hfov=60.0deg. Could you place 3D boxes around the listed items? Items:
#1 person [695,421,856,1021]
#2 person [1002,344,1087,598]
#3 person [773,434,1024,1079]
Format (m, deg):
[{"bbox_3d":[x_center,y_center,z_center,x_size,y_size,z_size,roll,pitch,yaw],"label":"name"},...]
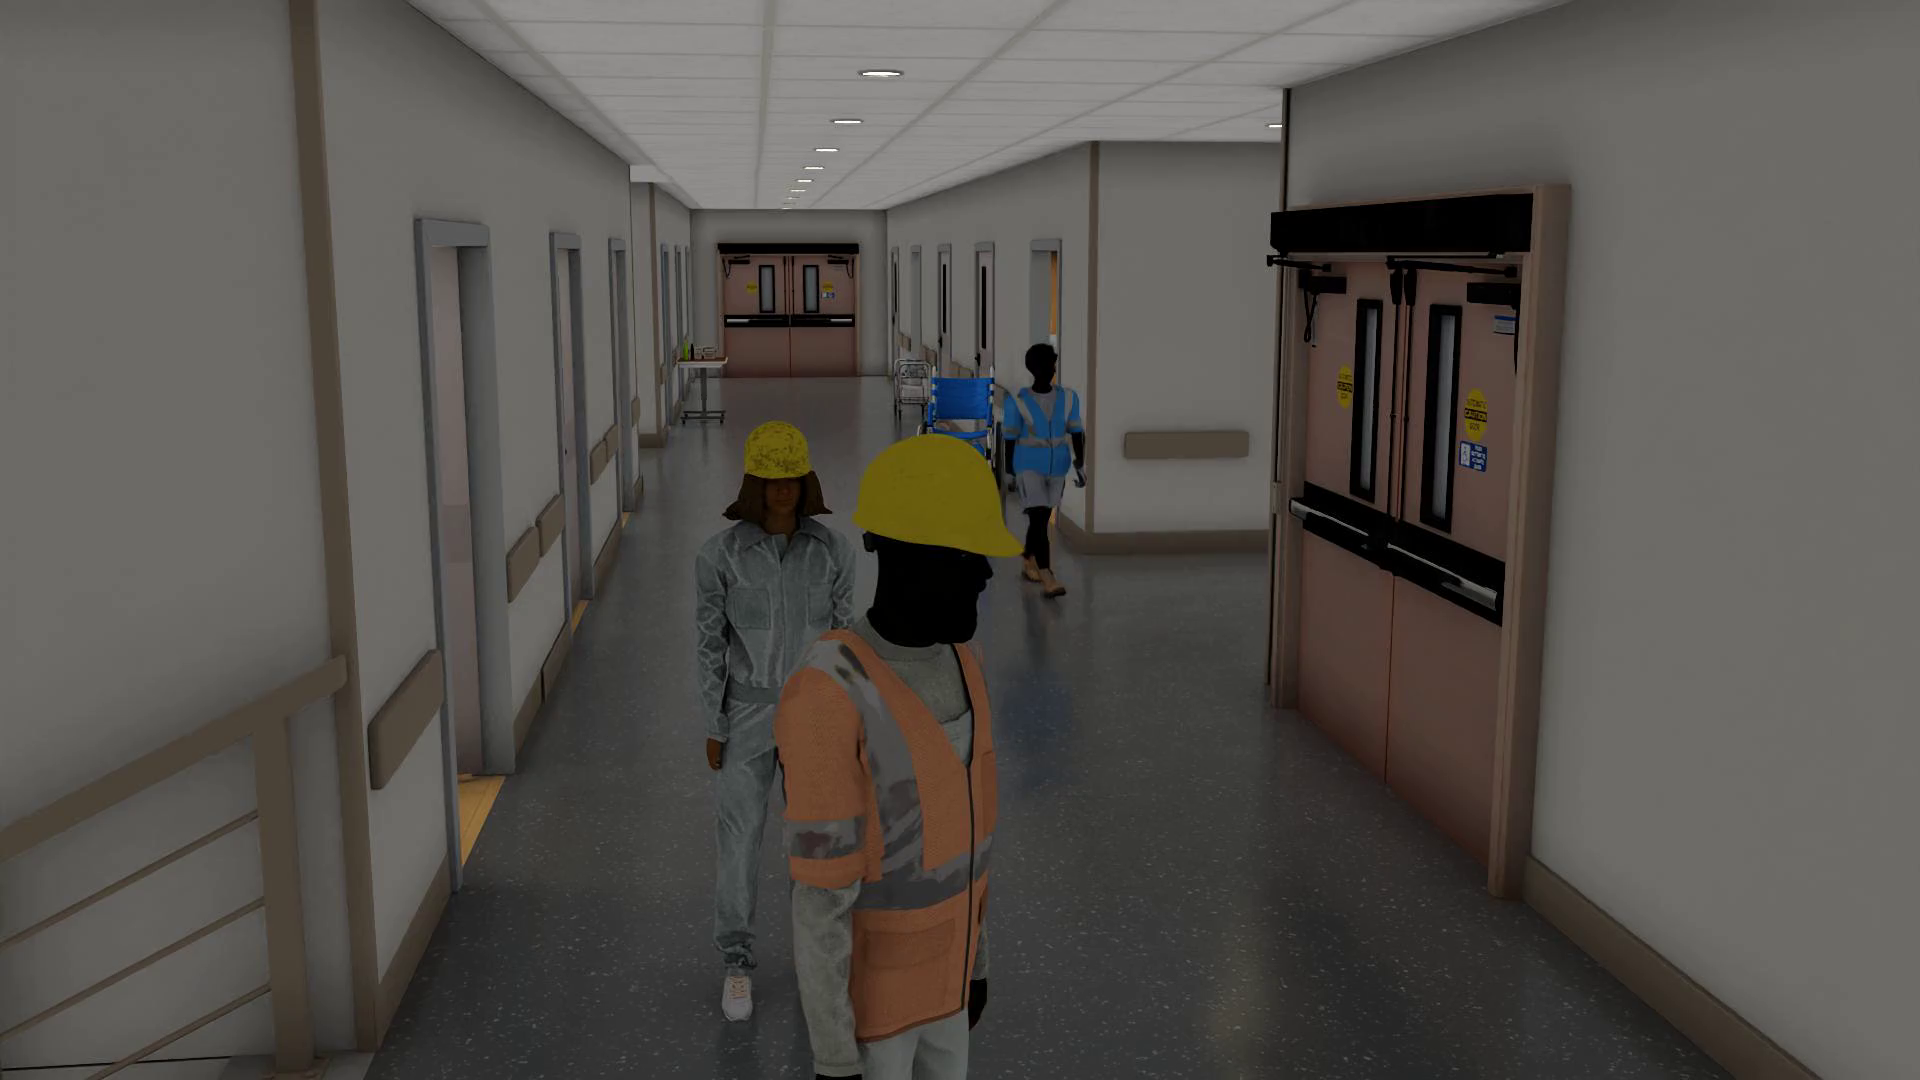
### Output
[{"bbox_3d":[-0.523,0.522,4.864,0.487,1.744,0.294,-4,11,-22],"label":"person"},{"bbox_3d":[0.549,-0.472,10.955,0.531,1.637,0.920,-4,11,-22],"label":"person"},{"bbox_3d":[-0.085,0.767,2.933,0.392,1.918,0.585,5,11,27],"label":"person"}]
